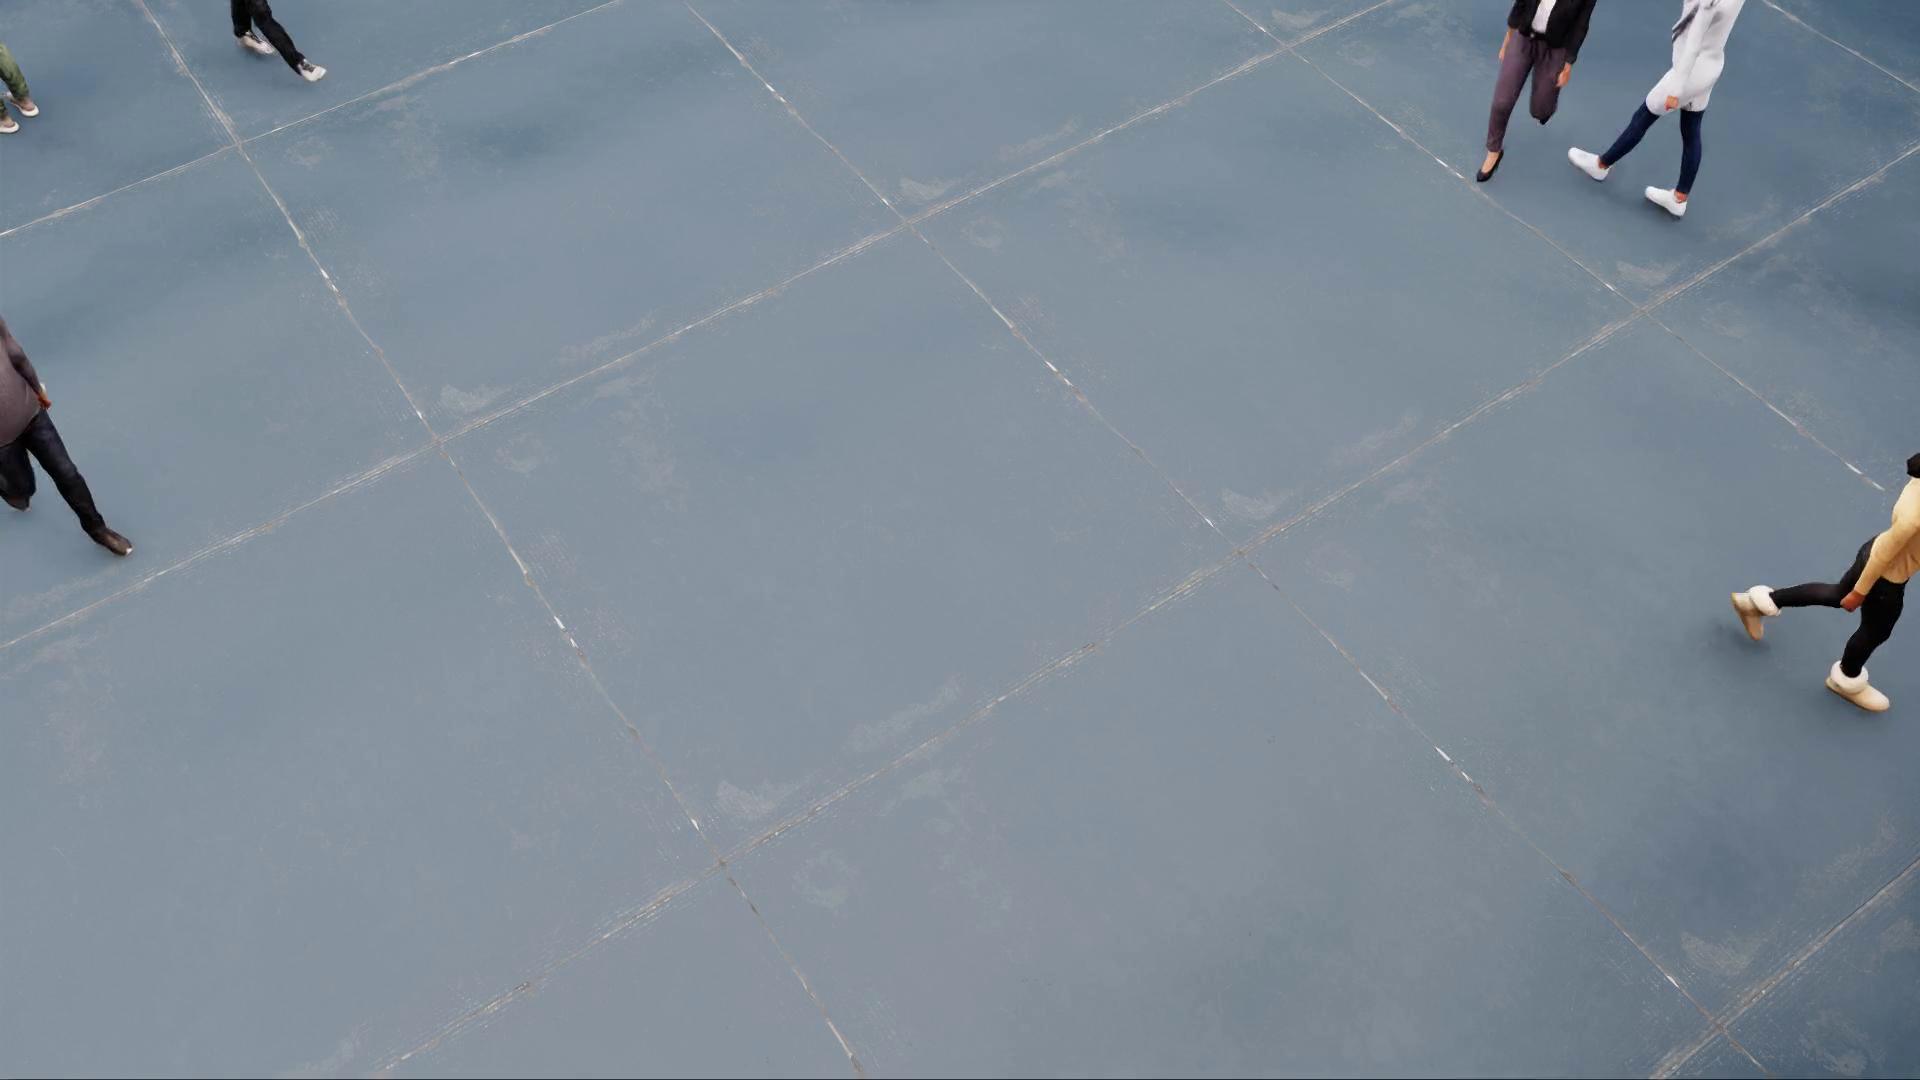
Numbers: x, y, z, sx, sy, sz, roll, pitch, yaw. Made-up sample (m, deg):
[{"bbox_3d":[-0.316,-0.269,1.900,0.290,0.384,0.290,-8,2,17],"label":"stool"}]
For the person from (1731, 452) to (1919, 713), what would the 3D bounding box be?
[{"bbox_3d":[3.975,0.088,7.310,1.130,1.634,0.837,29,58,21],"label":"person"}]

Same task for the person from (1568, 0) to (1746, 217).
[{"bbox_3d":[4.156,-2.549,9.283,0.736,1.743,1.025,-37,61,-25],"label":"person"}]

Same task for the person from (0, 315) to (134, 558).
[{"bbox_3d":[-4.508,-0.585,7.757,1.120,1.751,0.919,30,58,21],"label":"person"}]

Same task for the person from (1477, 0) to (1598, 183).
[{"bbox_3d":[3.348,-2.802,9.536,0.886,1.654,0.835,31,58,22],"label":"person"}]
